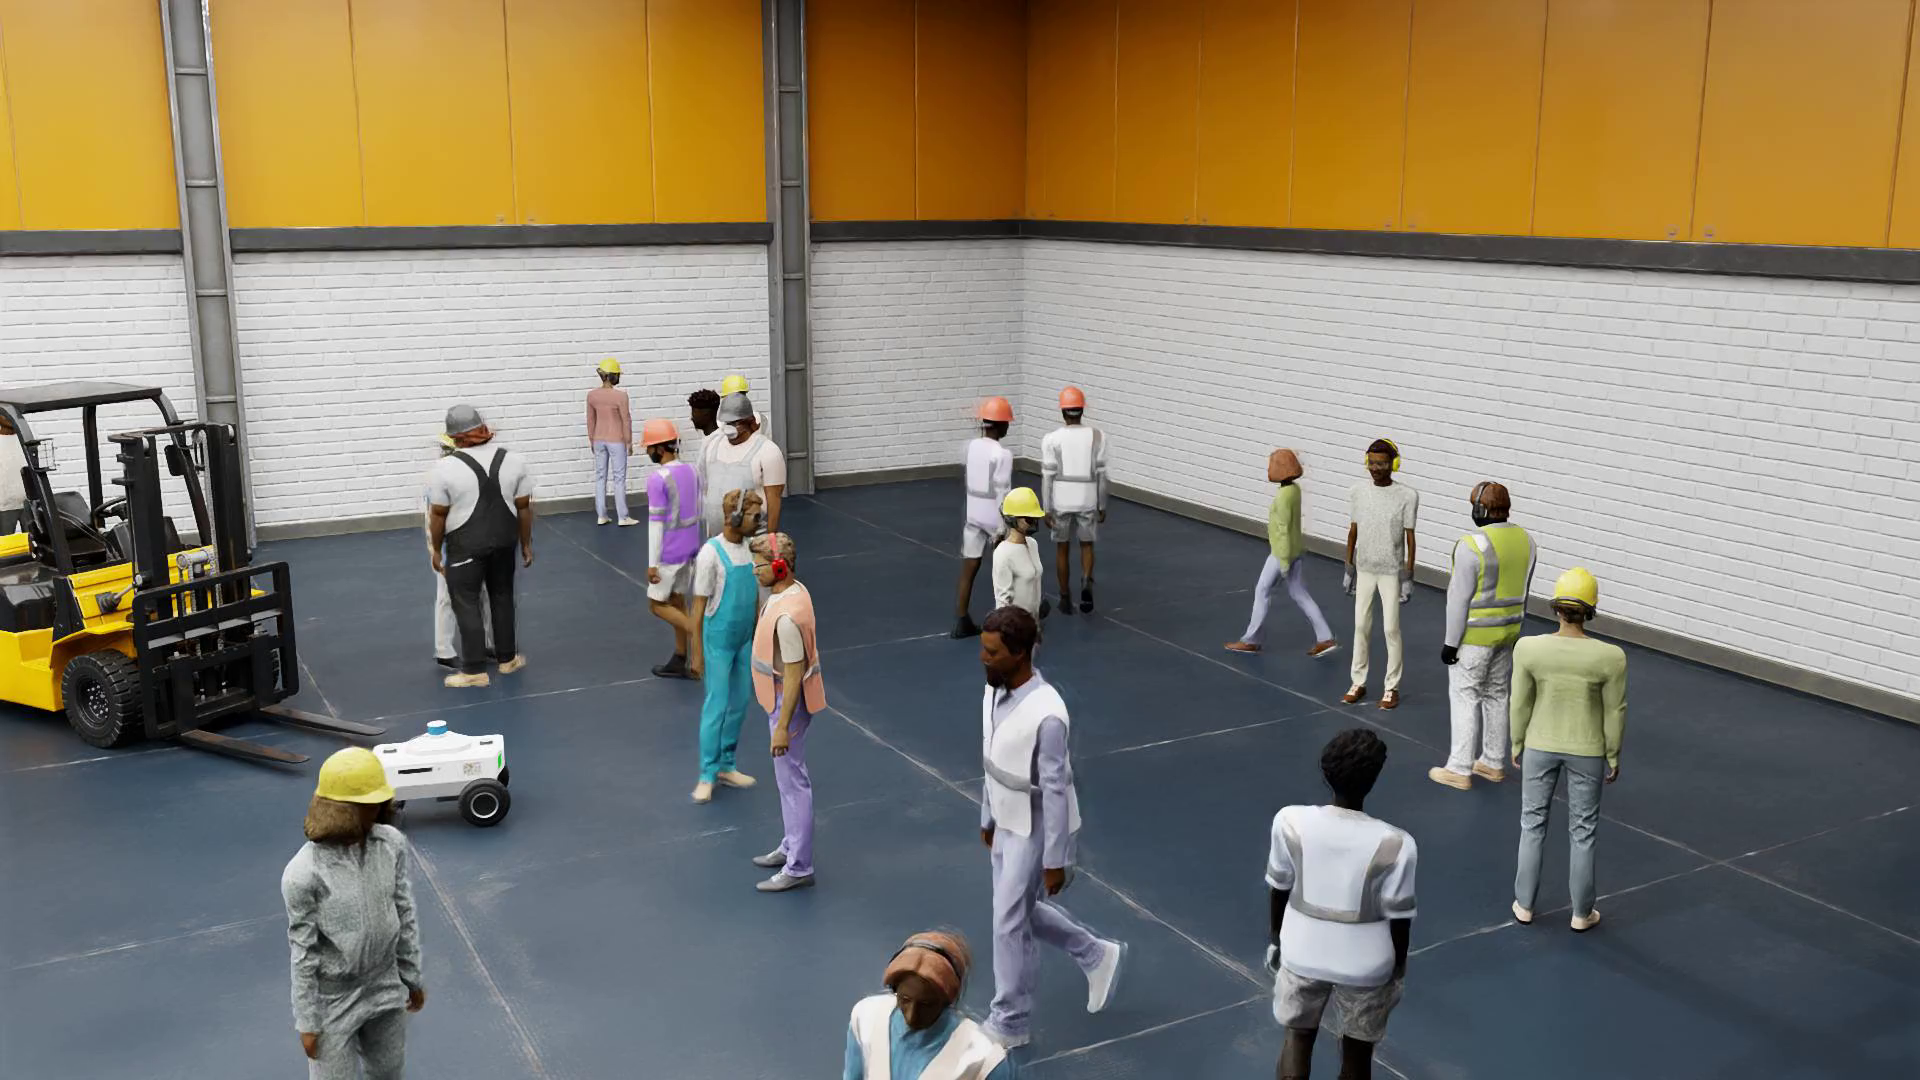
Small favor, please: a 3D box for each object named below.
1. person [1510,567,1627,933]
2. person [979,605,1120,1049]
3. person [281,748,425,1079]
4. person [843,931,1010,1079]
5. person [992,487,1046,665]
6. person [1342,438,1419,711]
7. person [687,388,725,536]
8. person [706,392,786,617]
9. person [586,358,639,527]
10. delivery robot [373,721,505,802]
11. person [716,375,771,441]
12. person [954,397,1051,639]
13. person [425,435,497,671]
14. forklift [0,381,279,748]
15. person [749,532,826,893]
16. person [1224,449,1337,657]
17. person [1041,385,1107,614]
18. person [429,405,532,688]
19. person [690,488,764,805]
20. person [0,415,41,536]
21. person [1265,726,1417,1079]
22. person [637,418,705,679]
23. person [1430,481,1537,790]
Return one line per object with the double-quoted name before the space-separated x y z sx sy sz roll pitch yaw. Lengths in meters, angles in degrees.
"person" 2.880 0.999 7.926 0.523 1.769 0.309 5 13 24
"person" 0.321 1.171 6.825 0.732 1.896 0.600 -4 13 -20
"person" -1.995 1.522 5.555 0.324 1.737 0.487 7 14 29
"person" -0.057 1.781 4.625 0.535 1.604 0.713 9 15 36
"person" 0.361 0.553 10.020 0.310 1.769 0.525 5 13 23
"person" 2.854 0.228 11.327 0.506 1.862 0.325 8 15 34
"person" -1.957 -0.233 13.269 0.391 1.956 0.608 -3 12 -12
"person" -1.657 -0.117 12.507 0.684 2.000 0.536 7 14 28
"person" -3.643 -1.016 17.381 0.524 1.764 0.329 5 13 23
"delivery robot" -2.926 1.259 9.344 0.707 0.478 0.477 -3 13 -15
"person" -1.912 -0.476 14.477 0.585 1.921 0.373 -10 16 -39
"person" 0.312 -0.188 13.188 0.558 1.893 0.936 12 17 43
"person" -3.607 0.067 12.192 0.580 1.801 0.687 -1 12 -6
"forklift" -5.853 0.085 11.199 2.313 2.155 1.214 7 14 28
"person" -0.871 0.860 8.406 0.390 1.840 0.565 -2 12 -8
"person" 2.469 0.098 12.543 0.828 1.593 0.503 6 13 25
"person" 0.940 -0.304 13.668 0.556 1.920 0.566 -1 12 -3
"person" -3.465 0.000 11.963 0.718 2.000 0.536 -10 16 -40
"person" -1.347 0.605 9.637 0.393 1.825 0.571 7 14 29
"person" -7.691 -0.257 13.558 0.324 1.876 0.517 10 16 39
"person" 1.306 1.489 5.810 0.541 1.682 0.504 6 13 25
"person" -1.991 0.088 11.845 0.628 1.910 0.578 5 13 20
"person" 3.093 0.560 9.835 0.640 1.833 0.429 -8 14 -33
